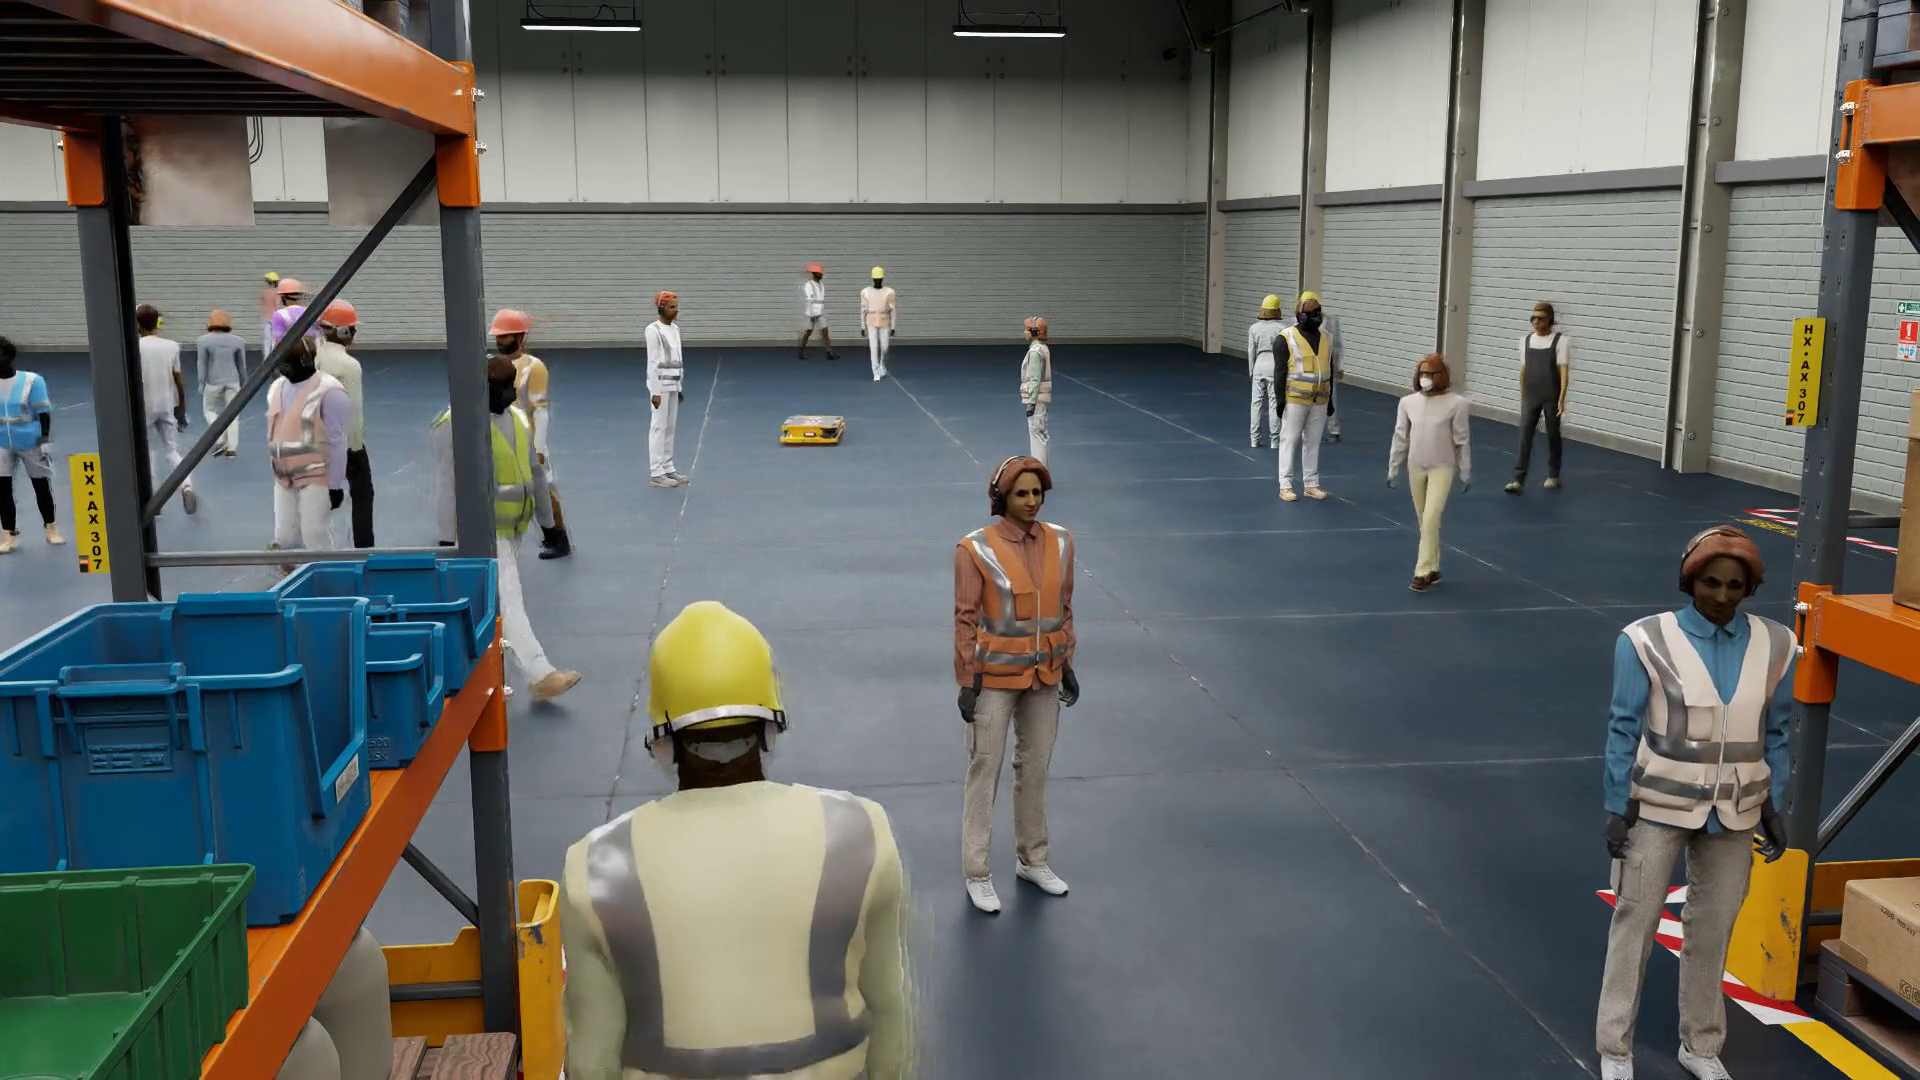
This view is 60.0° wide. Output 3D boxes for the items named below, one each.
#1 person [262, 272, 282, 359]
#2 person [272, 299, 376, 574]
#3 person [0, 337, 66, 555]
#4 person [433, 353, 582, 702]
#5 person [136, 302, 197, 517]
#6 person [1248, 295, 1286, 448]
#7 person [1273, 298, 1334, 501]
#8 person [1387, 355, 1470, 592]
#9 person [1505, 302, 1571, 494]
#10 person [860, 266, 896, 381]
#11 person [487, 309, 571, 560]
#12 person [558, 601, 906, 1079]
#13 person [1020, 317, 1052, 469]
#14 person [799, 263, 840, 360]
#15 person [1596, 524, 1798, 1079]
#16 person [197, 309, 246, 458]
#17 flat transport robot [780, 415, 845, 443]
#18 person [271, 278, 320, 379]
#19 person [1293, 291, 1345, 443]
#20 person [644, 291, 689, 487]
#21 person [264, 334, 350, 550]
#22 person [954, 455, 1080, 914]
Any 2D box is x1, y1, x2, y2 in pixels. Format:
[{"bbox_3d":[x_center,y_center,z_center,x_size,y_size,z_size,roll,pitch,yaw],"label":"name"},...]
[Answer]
[{"bbox_3d":[-12.751,-4.119,31.089,0.534,1.738,0.786,5,11,25],"label":"person"},{"bbox_3d":[-4.430,-0.695,11.662,0.612,1.973,0.799,6,12,32],"label":"person"},{"bbox_3d":[-7.237,-0.741,12.797,0.553,1.660,0.597,-2,11,-11],"label":"person"},{"bbox_3d":[-2.328,-0.063,8.670,0.935,1.794,0.661,4,11,21],"label":"person"},{"bbox_3d":[-6.855,-1.087,14.150,0.659,1.855,0.548,9,13,39],"label":"person"},{"bbox_3d":[3.532,-1.921,19.017,0.484,1.745,0.296,7,13,35],"label":"person"},{"bbox_3d":[3.164,-1.282,15.236,0.633,1.846,0.429,-4,11,-22],"label":"person"},{"bbox_3d":[3.130,-0.443,11.267,0.532,1.602,0.758,9,14,42],"label":"person"},{"bbox_3d":[5.482,-1.333,15.667,0.536,1.801,0.959,8,13,38],"label":"person"},{"bbox_3d":[-1.378,-3.638,27.973,0.593,1.911,0.559,-1,10,-4],"label":"person"},{"bbox_3d":[-3.220,-0.739,12.162,0.558,1.890,0.977,5,12,27],"label":"person"},{"bbox_3d":[-0.364,1.008,2.795,0.582,1.809,0.831,-2,10,-9],"label":"person"},{"bbox_3d":[0.734,-1.323,16.027,0.306,1.639,0.522,2,11,10],"label":"person"},{"bbox_3d":[-2.795,-4.448,32.497,0.993,1.887,0.562,7,13,35],"label":"person"},{"bbox_3d":[2.028,0.762,4.596,0.516,1.638,0.317,0,10,-1],"label":"person"},{"bbox_3d":[-8.033,-1.694,18.096,0.537,1.619,0.388,-9,14,-41],"label":"person"},{"bbox_3d":[-1.747,-1.327,19.800,0.652,0.197,1.431,0,10,0],"label":"flat transport robot"},{"bbox_3d":[-7.790,-2.089,19.454,0.475,1.918,0.561,6,12,30],"label":"person"},{"bbox_3d":[4.181,-2.006,19.396,0.619,1.781,0.411,-1,10,-7],"label":"person"},{"bbox_3d":[-2.849,-1.464,16.132,0.356,1.881,0.575,3,11,15],"label":"person"},{"bbox_3d":[-4.050,-0.391,10.419,0.628,1.826,0.564,5,12,27],"label":"person"},{"bbox_3d":[0.203,0.507,5.995,0.524,1.639,0.308,-7,12,-33],"label":"person"}]
